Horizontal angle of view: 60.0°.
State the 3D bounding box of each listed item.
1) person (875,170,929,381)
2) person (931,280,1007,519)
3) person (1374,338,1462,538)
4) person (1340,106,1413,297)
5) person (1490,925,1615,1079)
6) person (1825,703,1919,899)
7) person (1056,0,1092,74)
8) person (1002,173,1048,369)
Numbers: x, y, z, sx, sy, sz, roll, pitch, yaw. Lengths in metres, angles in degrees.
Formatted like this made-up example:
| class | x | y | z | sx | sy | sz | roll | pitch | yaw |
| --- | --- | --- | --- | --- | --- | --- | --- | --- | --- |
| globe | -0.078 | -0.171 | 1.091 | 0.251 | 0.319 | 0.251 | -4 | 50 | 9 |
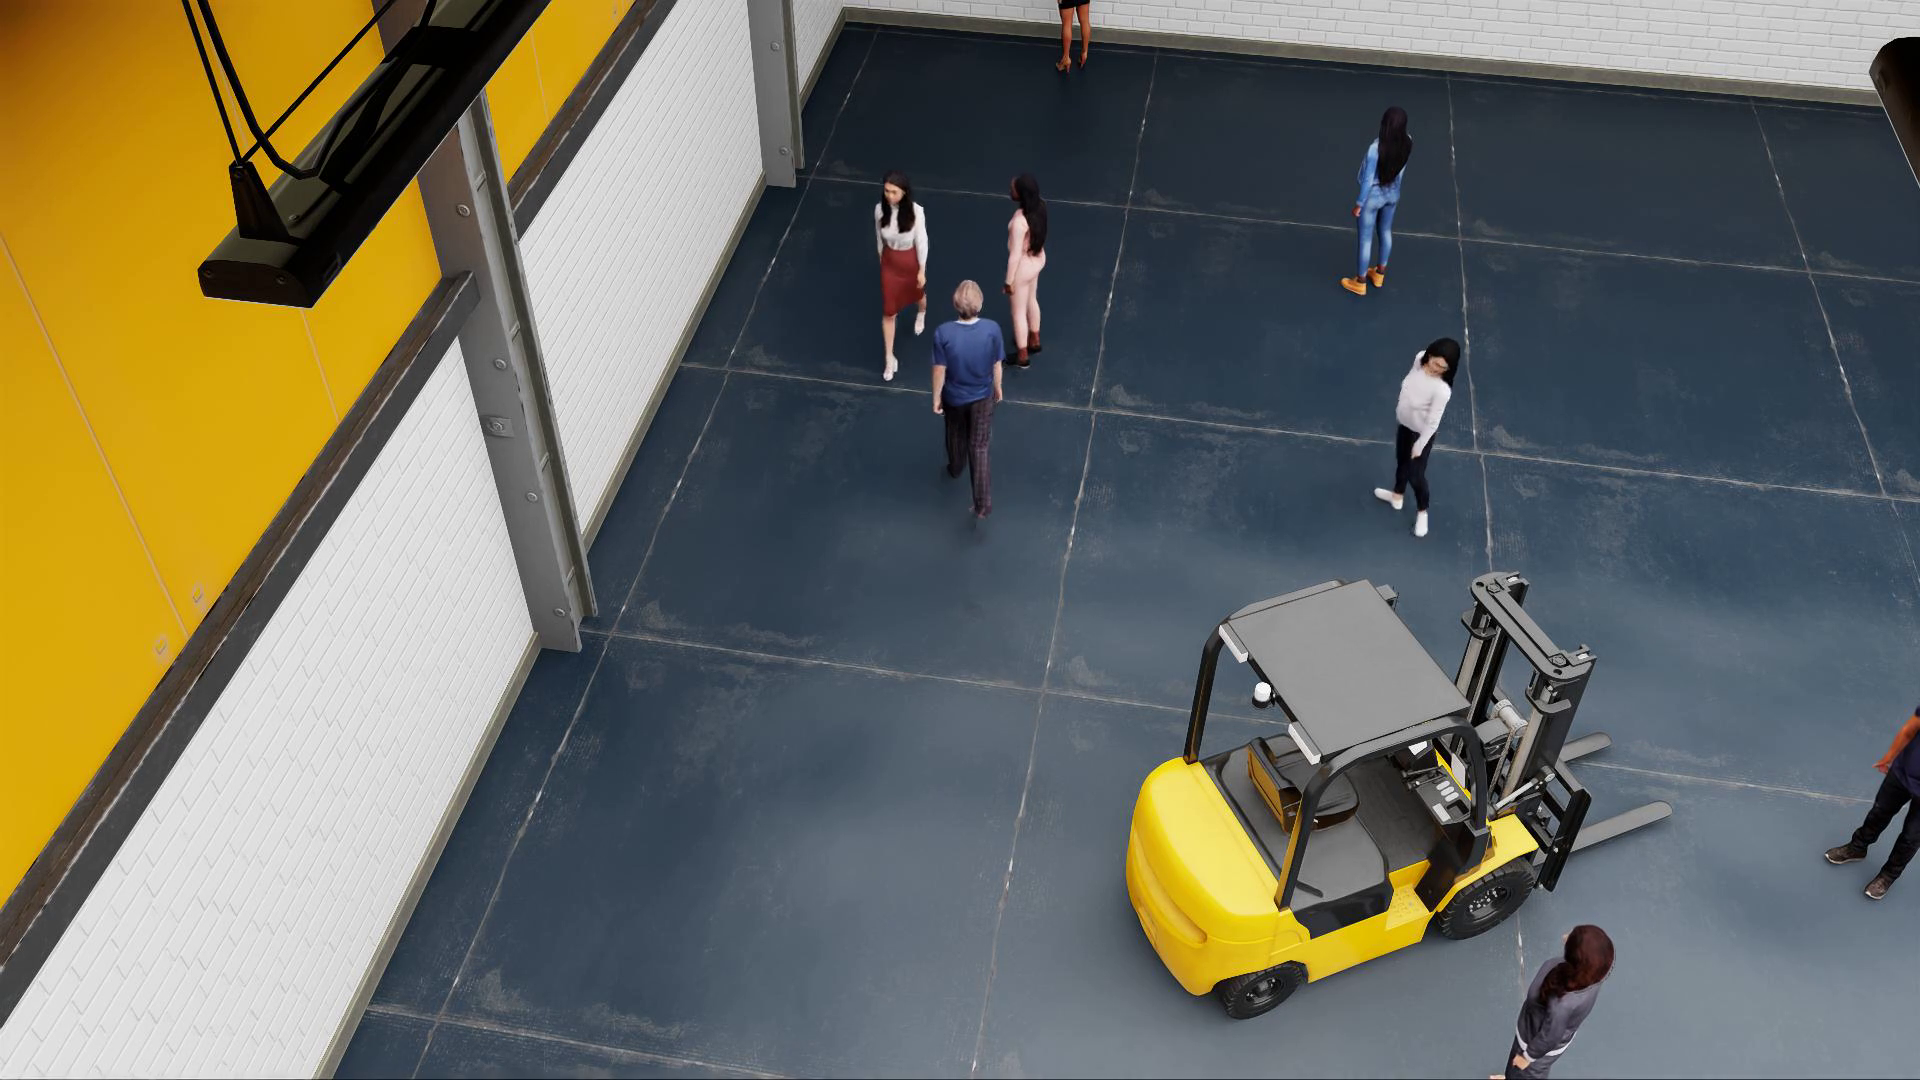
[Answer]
| class | x | y | z | sx | sy | sz | roll | pitch | yaw |
| --- | --- | --- | --- | --- | --- | --- | --- | --- | --- |
| person | -0.414 | -2.172 | 13.169 | 0.669 | 1.710 | 1.093 | 11 | 45 | 11 |
| person | 0.063 | -0.954 | 11.801 | 0.862 | 1.834 | 1.196 | -5 | 44 | -5 |
| person | 3.244 | -0.838 | 11.794 | 0.873 | 1.675 | 0.668 | 3 | 44 | 4 |
| person | 3.495 | -2.827 | 13.855 | 0.673 | 1.712 | 0.709 | -21 | 47 | -20 |
| person | 2.922 | 2.446 | 8.279 | 0.747 | 1.768 | 0.616 | 26 | 50 | 25 |
| person | 5.461 | 1.355 | 9.407 | 0.774 | 1.792 | 0.678 | -20 | 47 | -20 |
| person | 1.161 | -5.503 | 16.716 | 0.707 | 1.641 | 0.764 | -20 | 47 | -19 |
| person | 0.529 | -2.136 | 13.125 | 0.747 | 1.718 | 0.569 | 18 | 47 | 18 |
